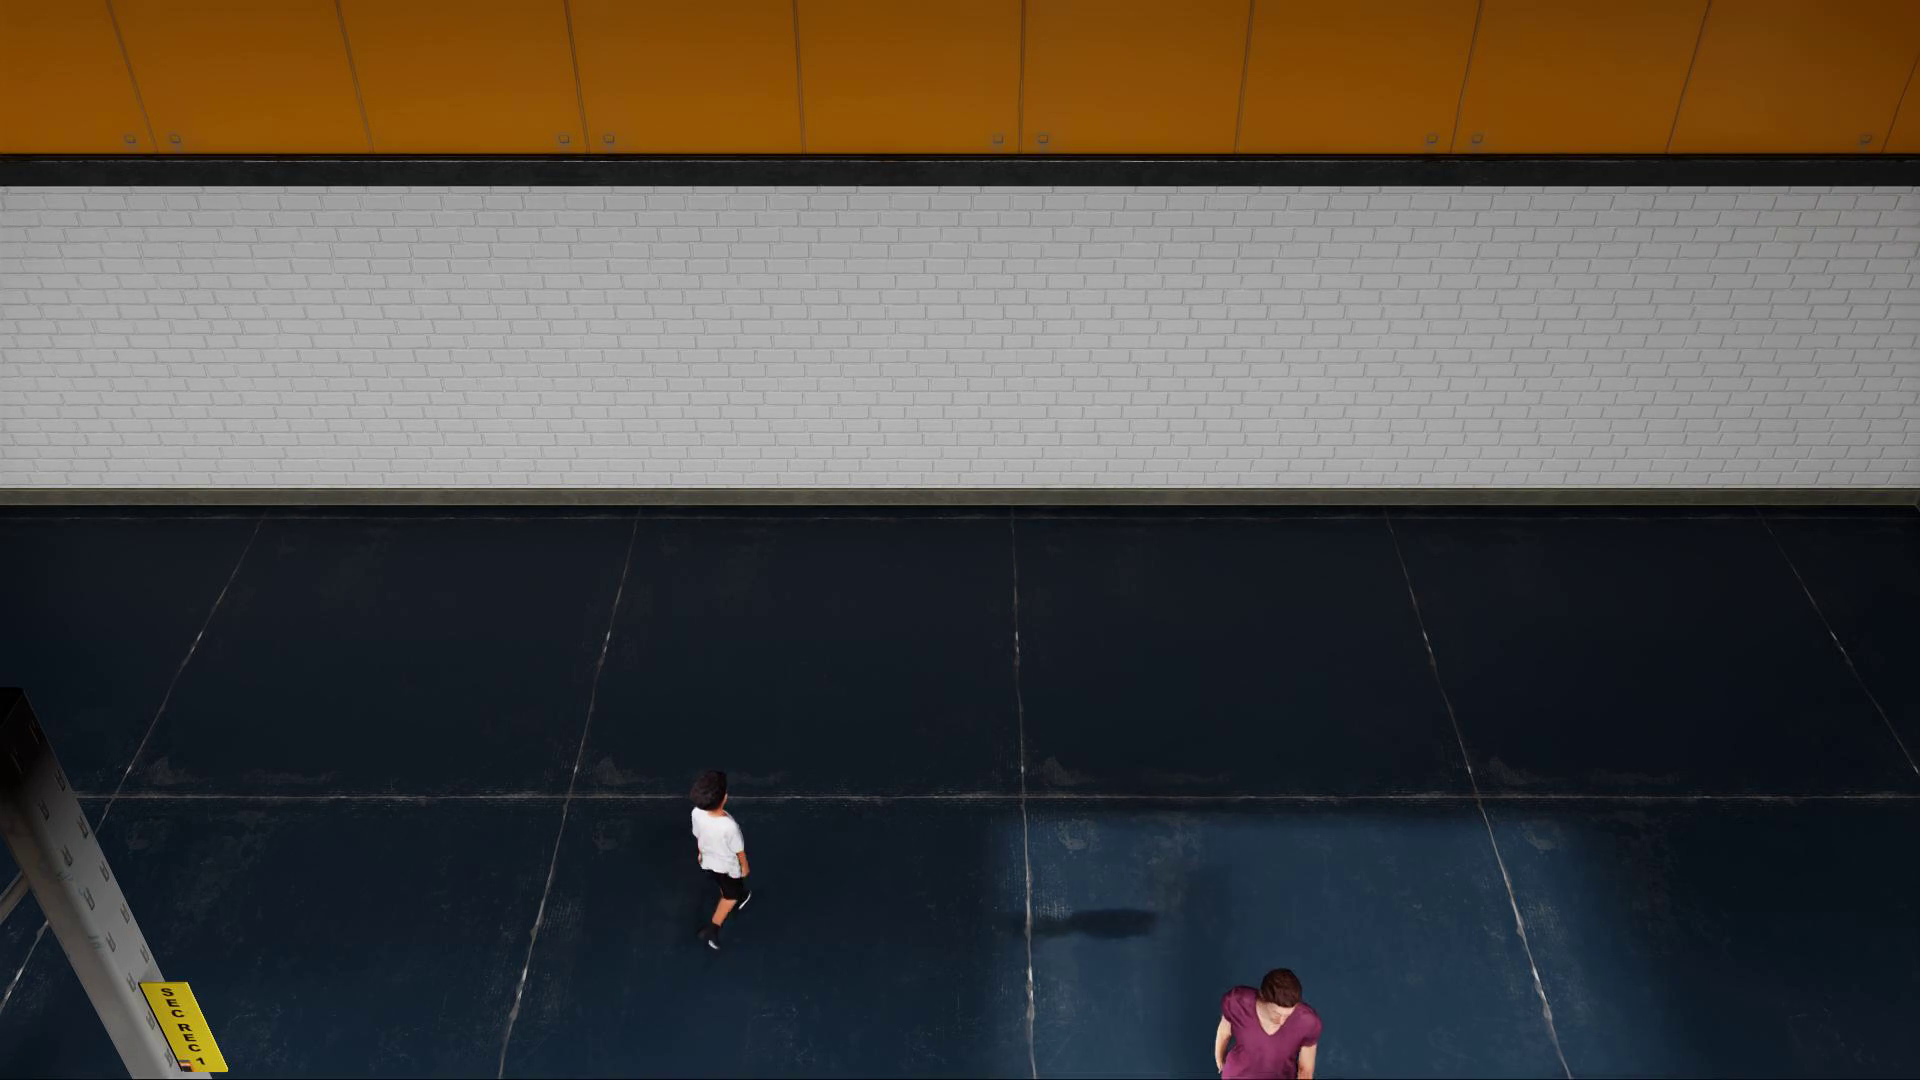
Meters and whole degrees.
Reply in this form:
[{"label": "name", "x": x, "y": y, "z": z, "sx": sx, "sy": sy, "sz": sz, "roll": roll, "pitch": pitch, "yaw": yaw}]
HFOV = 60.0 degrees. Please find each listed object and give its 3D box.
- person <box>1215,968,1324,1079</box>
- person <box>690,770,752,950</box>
[{"label": "person", "x": 1.518, "y": 2.635, "z": 8.328, "sx": 0.863, "sy": 1.818, "sz": 1.141, "roll": 10, "pitch": 40, "yaw": 12}, {"label": "person", "x": -1.421, "y": 1.881, "z": 9.728, "sx": 0.719, "sy": 1.248, "sz": 0.839, "roll": 21, "pitch": 43, "yaw": 24}]
